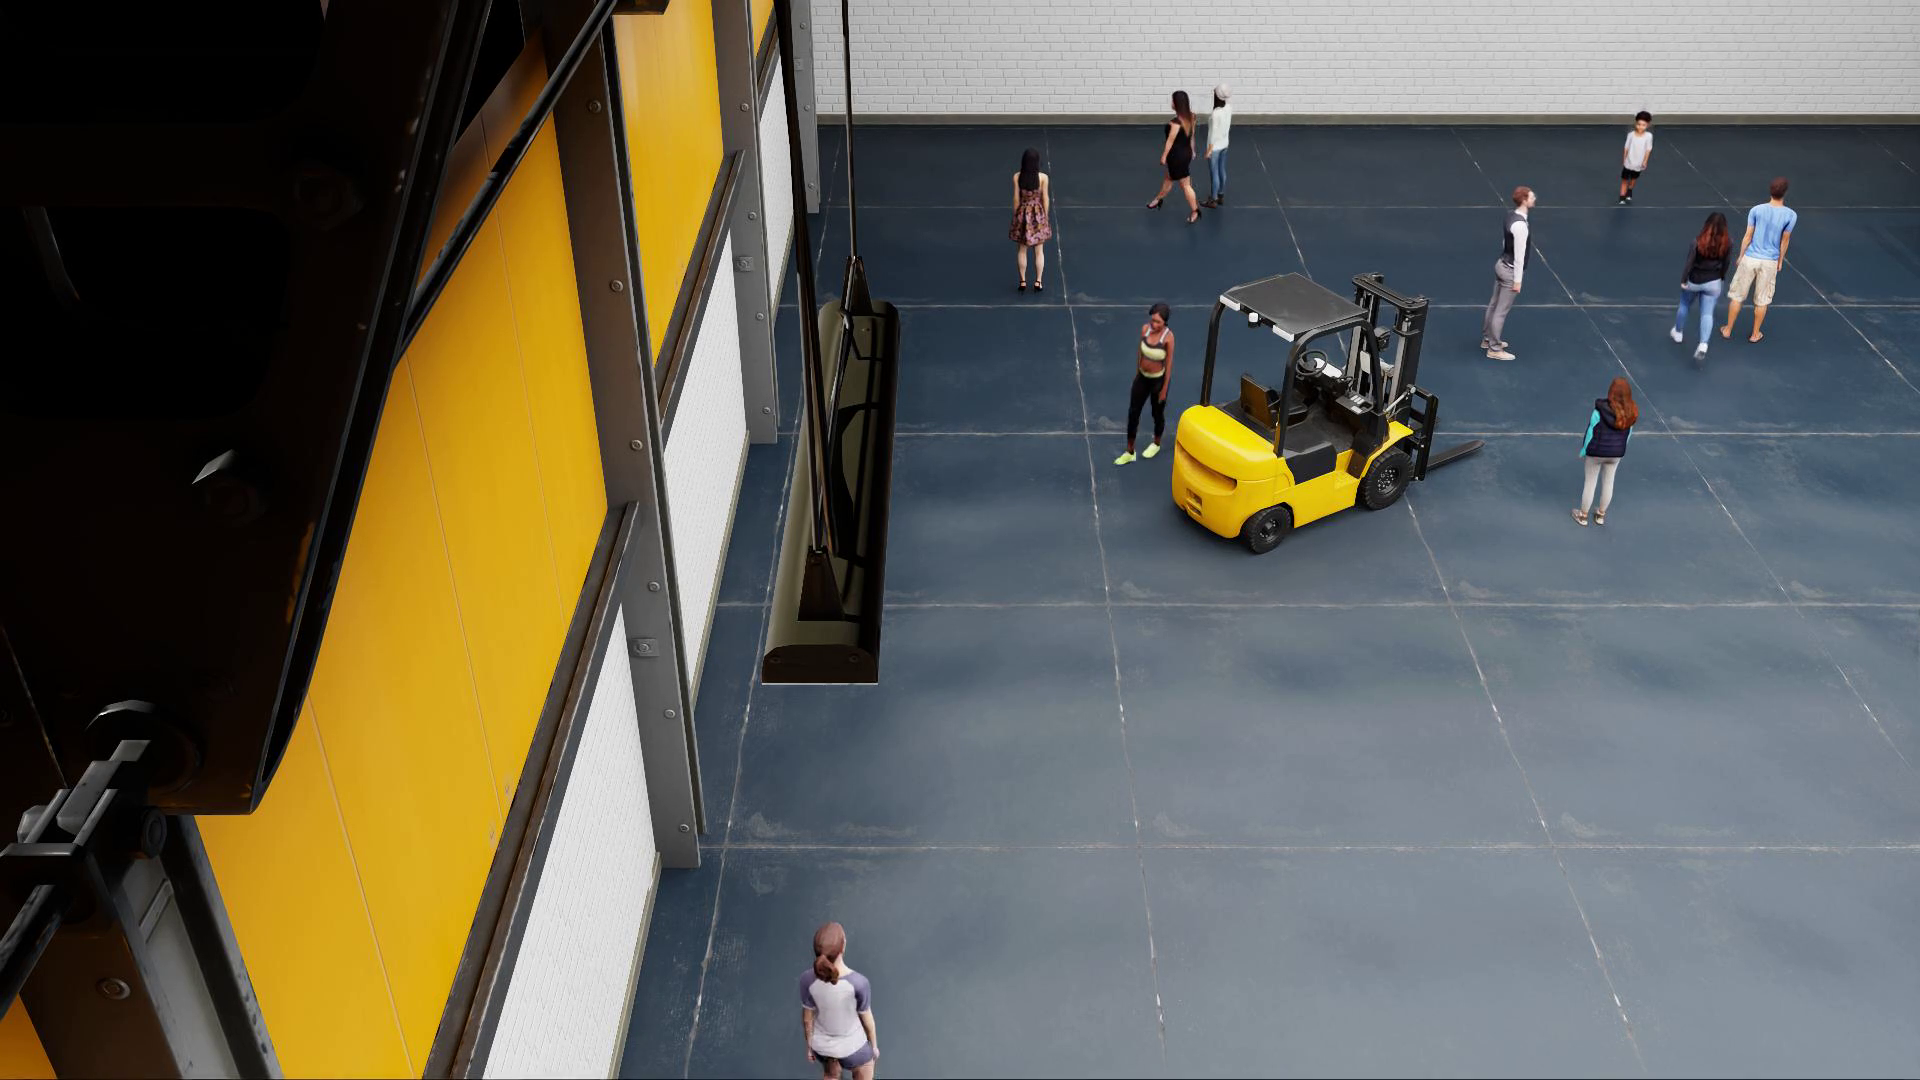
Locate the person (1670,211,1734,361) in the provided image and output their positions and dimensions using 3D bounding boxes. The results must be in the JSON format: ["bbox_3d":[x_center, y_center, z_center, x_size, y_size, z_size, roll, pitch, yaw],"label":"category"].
[{"bbox_3d":[8.099,-2.750,18.088,0.777,1.600,1.129,7,34,11],"label":"person"}]

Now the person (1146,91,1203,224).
[{"bbox_3d":[2.862,-4.806,21.122,1.084,1.667,1.127,19,38,27],"label":"person"}]

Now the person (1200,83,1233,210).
[{"bbox_3d":[3.358,-5.140,21.645,0.699,1.644,0.620,24,41,32],"label":"person"}]

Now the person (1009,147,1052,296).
[{"bbox_3d":[0.817,-3.721,19.393,0.687,1.774,0.693,4,34,5],"label":"person"}]

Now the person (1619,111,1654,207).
[{"bbox_3d":[8.882,-5.018,21.849,0.681,1.214,0.945,11,35,16],"label":"person"}]

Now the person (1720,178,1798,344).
[{"bbox_3d":[8.841,-3.094,18.370,0.724,1.862,0.693,14,36,19],"label":"person"}]

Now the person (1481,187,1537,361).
[{"bbox_3d":[5.956,-2.920,18.043,0.716,1.934,0.503,1,34,2],"label":"person"}]

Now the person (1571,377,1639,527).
[{"bbox_3d":[5.925,-0.818,15.272,0.569,1.501,0.575,-1,34,-2],"label":"person"}]

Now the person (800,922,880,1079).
[{"bbox_3d":[-0.708,2.907,9.443,0.702,1.749,0.932,8,34,11],"label":"person"}]

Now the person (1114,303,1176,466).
[{"bbox_3d":[1.937,-1.558,16.179,0.877,1.729,0.952,26,42,34],"label":"person"}]
